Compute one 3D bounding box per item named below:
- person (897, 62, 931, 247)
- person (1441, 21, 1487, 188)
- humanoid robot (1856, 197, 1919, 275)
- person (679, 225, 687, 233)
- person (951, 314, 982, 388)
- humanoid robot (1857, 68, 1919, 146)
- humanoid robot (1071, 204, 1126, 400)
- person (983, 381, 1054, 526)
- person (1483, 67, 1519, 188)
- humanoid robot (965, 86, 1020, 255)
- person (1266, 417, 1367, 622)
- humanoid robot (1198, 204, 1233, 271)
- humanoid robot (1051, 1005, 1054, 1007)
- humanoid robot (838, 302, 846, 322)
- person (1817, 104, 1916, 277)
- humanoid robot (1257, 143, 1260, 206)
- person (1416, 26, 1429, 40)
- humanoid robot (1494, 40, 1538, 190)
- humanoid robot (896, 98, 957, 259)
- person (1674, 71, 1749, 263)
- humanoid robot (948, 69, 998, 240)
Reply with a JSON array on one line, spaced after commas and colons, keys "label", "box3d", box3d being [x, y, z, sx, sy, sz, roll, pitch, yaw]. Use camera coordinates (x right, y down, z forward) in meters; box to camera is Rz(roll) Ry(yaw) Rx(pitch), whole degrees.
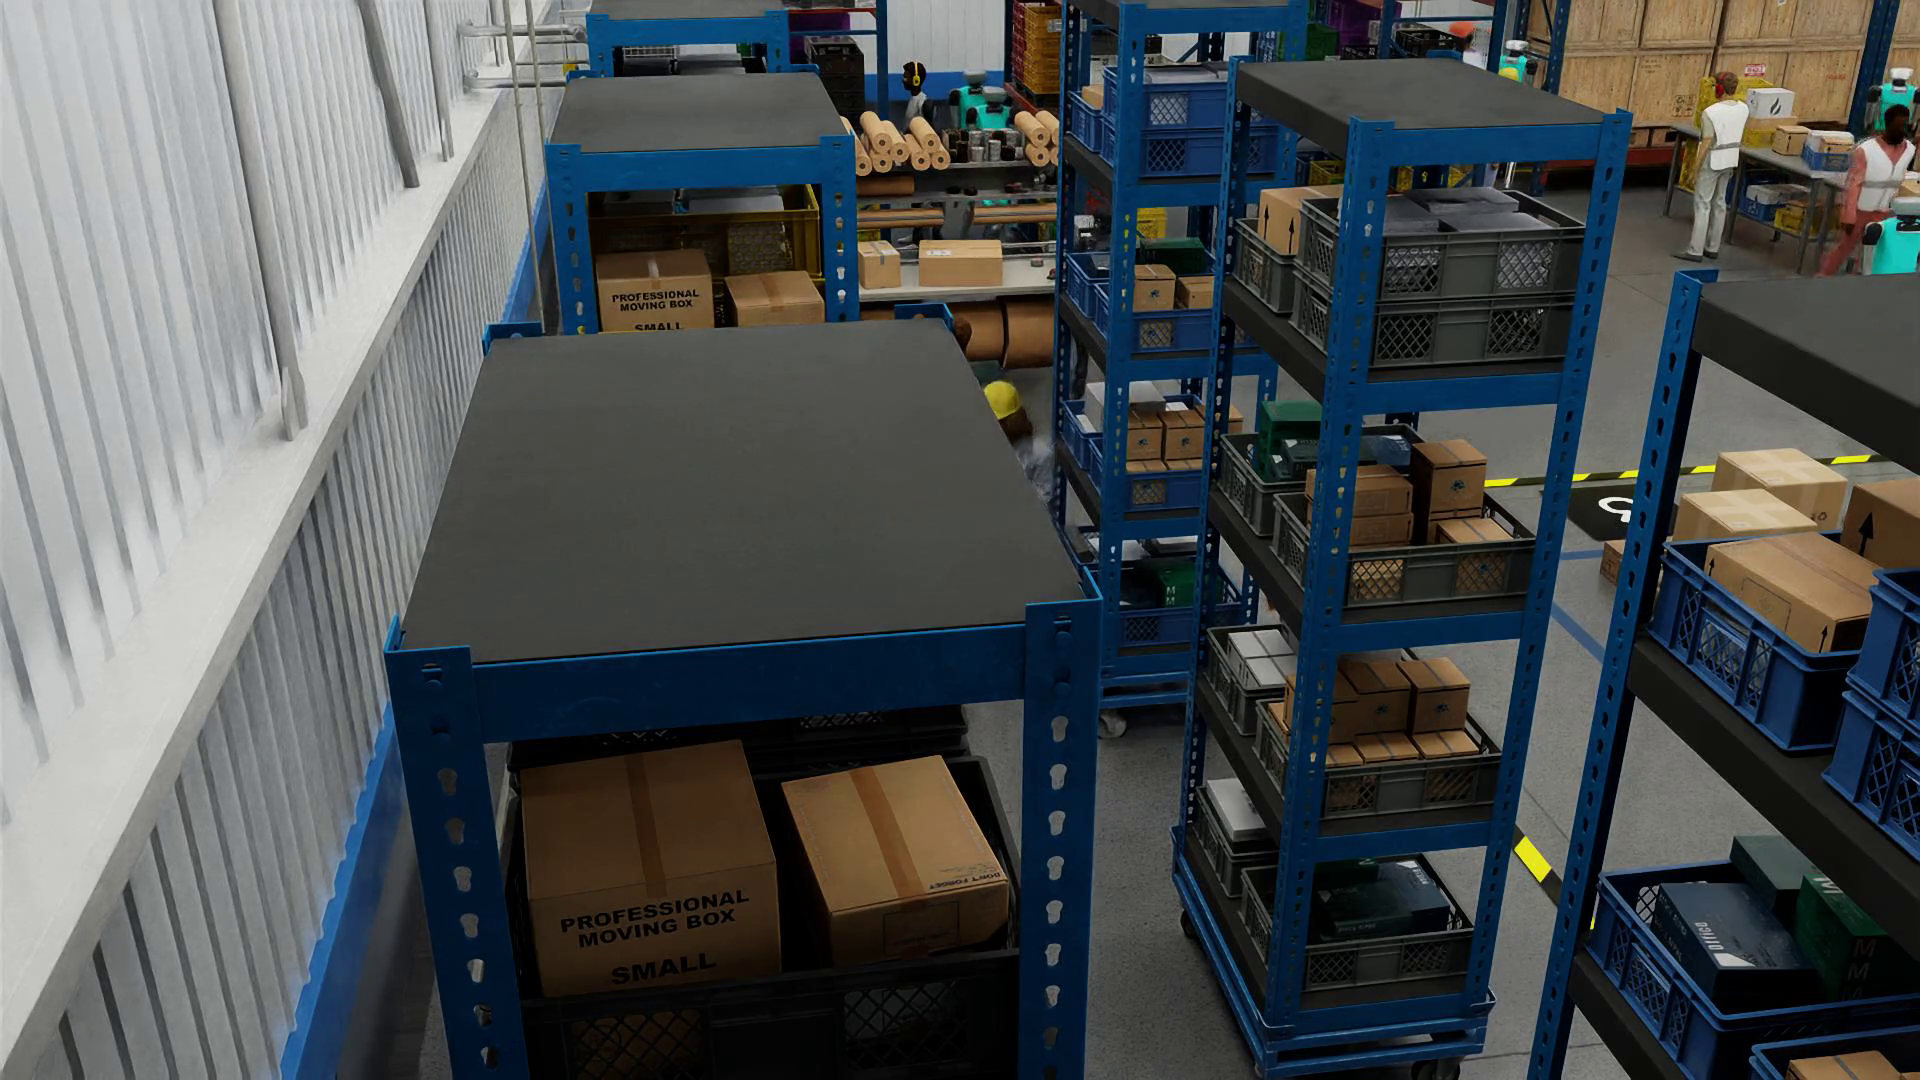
[{"label": "person", "box3d": [-0.453, -3.872, 16.800, 0.329, 1.871, 0.505, -5, 25, -11]}, {"label": "person", "box3d": [5.542, -4.800, 18.645, 0.658, 2.007, 0.652, -11, 27, -23]}, {"label": "humanoid robot", "box3d": [6.638, -1.541, 11.736, 0.533, 1.673, 0.735, 0, 25, 0]}, {"label": "person", "box3d": [-2.525, -3.040, 15.051, 0.519, 1.825, 0.936, -6, 25, -13]}, {"label": "person", "box3d": [-0.054, -0.357, 9.188, 0.346, 1.846, 0.507, -9, 26, -18]}, {"label": "humanoid robot", "box3d": [9.645, -4.099, 17.438, 0.540, 1.729, 0.977, 8, 26, 16]}, {"label": "humanoid robot", "box3d": [1.013, -1.653, 12.225, 0.426, 1.650, 0.607, -21, 32, -38]}, {"label": "person", "box3d": [0.218, 0.012, 8.516, 0.498, 1.729, 0.360, 10, 27, 22]}, {"label": "person", "box3d": [5.513, -3.972, 17.150, 0.321, 1.760, 0.522, 6, 25, 14]}, {"label": "humanoid robot", "box3d": [0.355, -3.356, 15.887, 0.556, 1.828, 0.727, -6, 25, -13]}, {"label": "person", "box3d": [1.748, 0.197, 7.980, 0.587, 1.849, 0.396, -1, 25, -2]}, {"label": "humanoid robot", "box3d": [2.424, -3.391, 15.972, 0.599, 1.650, 0.370, -2, 25, -4]}, {"label": "humanoid robot", "box3d": [0.040, 1.789, 4.785, 0.615, 1.635, 0.755, -15, 29, -29]}, {"label": "humanoid robot", "box3d": [-1.046, -0.865, 10.475, 0.554, 1.813, 0.890, -9, 26, -19]}, {"label": "person", "box3d": [8.072, -2.921, 14.742, 0.600, 1.871, 1.017, -4, 25, -8]}, {"label": "humanoid robot", "box3d": [2.871, -3.568, 16.356, 0.609, 1.652, 0.316, 3, 25, 7]}, {"label": "person", "box3d": [5.329, -5.060, 19.434, 0.431, 1.833, 0.664, 8, 26, 17]}, {"label": "humanoid robot", "box3d": [6.278, -4.864, 18.953, 0.533, 1.677, 0.735, 14, 28, 27]}, {"label": "humanoid robot", "box3d": [-0.329, -3.420, 16.042, 0.600, 1.646, 0.331, 2, 25, 4]}, {"label": "person", "box3d": [7.430, -3.654, 16.357, 0.568, 1.840, 0.373, -13, 28, -25]}, {"label": "humanoid robot", "box3d": [0.202, -3.803, 16.839, 0.535, 1.822, 0.657, -7, 26, -15]}]
